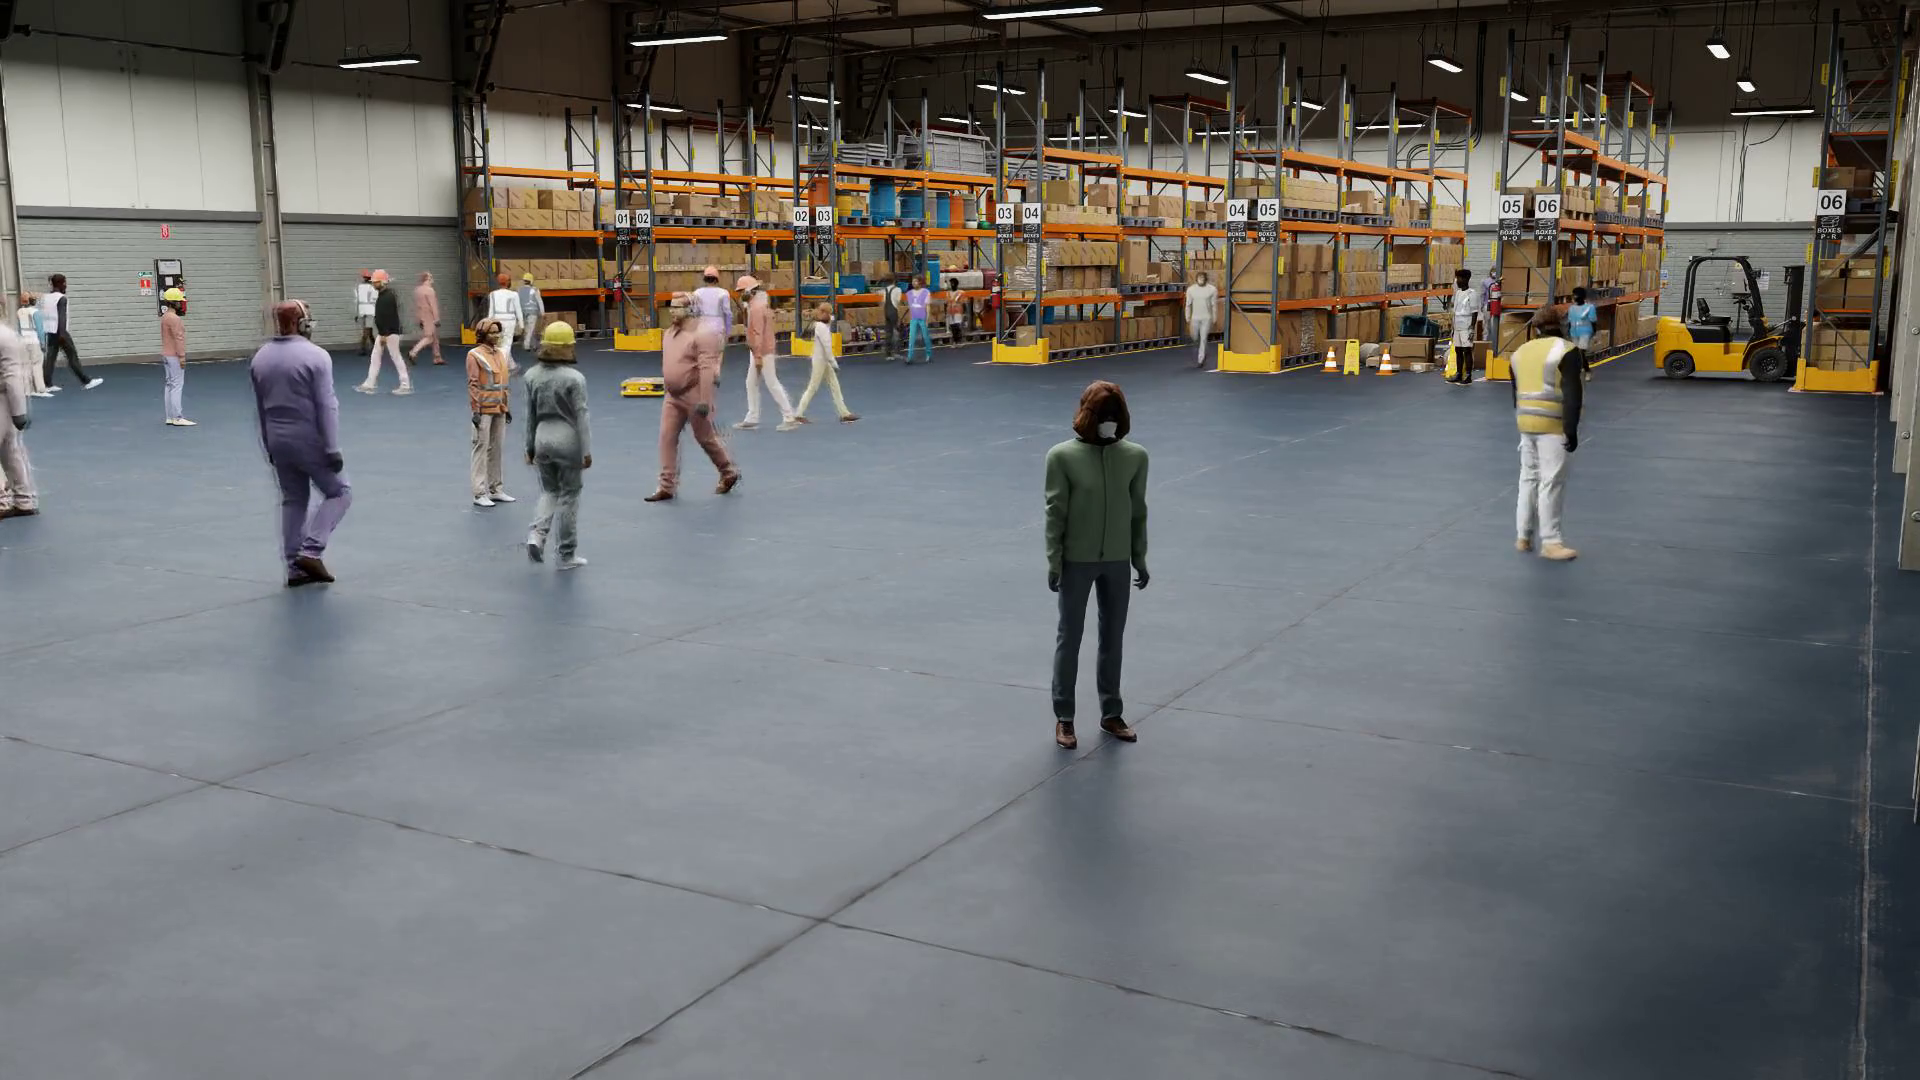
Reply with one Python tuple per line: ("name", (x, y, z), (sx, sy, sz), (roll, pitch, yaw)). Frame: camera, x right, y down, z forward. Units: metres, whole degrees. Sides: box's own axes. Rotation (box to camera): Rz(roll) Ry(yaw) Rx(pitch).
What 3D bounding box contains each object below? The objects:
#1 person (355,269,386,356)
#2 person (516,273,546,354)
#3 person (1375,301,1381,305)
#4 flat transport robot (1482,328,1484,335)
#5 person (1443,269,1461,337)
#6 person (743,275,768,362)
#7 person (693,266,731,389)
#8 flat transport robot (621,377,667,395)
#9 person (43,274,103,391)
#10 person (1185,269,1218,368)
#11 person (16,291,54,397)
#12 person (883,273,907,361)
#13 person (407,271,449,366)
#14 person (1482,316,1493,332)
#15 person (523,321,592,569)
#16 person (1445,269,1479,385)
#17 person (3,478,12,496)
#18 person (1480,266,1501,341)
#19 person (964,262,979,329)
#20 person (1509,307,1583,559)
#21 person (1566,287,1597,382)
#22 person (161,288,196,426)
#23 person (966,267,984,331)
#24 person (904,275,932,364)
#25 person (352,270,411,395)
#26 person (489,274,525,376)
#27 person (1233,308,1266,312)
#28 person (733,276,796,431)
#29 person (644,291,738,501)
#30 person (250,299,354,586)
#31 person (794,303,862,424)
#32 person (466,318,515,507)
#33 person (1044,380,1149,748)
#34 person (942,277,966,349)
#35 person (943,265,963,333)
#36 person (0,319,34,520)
("person", (-12.948, -4.978, 36.456), (0.573, 1.879, 1.023), (3, 10, 19))
("person", (-9.640, -5.095, 37.428), (0.596, 1.781, 0.938), (4, 10, 21))
("person", (11.893, -6.709, 46.687), (0.862, 1.851, 0.620), (-2, 10, -13))
("flat transport robot", (14.080, -5.814, 46.051), (0.652, 0.197, 1.431), (1, 10, 7))
("person", (13.152, -6.319, 44.378), (0.510, 1.860, 0.333), (2, 10, 11))
("person", (-3.867, -4.116, 31.546), (0.513, 1.835, 0.942), (-1, 10, -8))
("person", (-4.044, -3.445, 27.078), (0.610, 2.027, 0.693), (0, 10, -1))
("flat transport robot", (-4.947, -2.427, 26.224), (0.652, 0.197, 1.431), (-1, 10, -5))
("person", (-14.491, -3.352, 26.939), (0.604, 1.873, 0.960), (7, 12, 35))
("person", (4.737, -4.338, 32.596), (0.631, 1.920, 0.585), (3, 10, 17))
("person", (-14.310, -3.015, 25.662), (0.514, 1.642, 0.310), (5, 11, 25))
("person", (-1.330, -4.618, 34.487), (0.530, 1.826, 0.635), (9, 13, 41))
("person", (-10.604, -4.393, 33.036), (0.819, 1.879, 0.645), (-7, 12, -34))
("person", (15.209, -6.804, 47.305), (0.470, 1.826, 0.639), (5, 11, 28))
("person", (-2.782, -0.644, 11.521), (0.498, 1.726, 0.413), (4, 10, 20))
("person", (8.497, -3.593, 28.094), (0.361, 1.962, 0.613), (-3, 10, -15))
("person", (-8.542, -1.116, 14.063), (0.522, 1.824, 0.955), (7, 12, 36))
("person", (13.051, -5.732, 40.700), (0.631, 1.940, 0.372), (5, 11, 26))
("person", (0.334, -7.386, 50.133), (0.644, 2.016, 0.792), (4, 11, 24))
("person", (4.335, -0.782, 12.150), (0.433, 1.811, 0.773), (-4, 11, -23))
("person", (10.702, -3.521, 28.595), (0.825, 1.648, 0.553), (-6, 12, -33))
("person", (-10.075, -2.349, 21.396), (0.328, 1.767, 0.531), (-9, 13, -41))
("person", (0.420, -6.598, 45.877), (0.572, 1.903, 0.631), (7, 12, 34))
("person", (-0.817, -4.465, 33.700), (0.580, 1.805, 0.960), (4, 11, 23))
("person", (-9.091, -3.231, 26.009), (0.964, 1.949, 0.648), (-7, 12, -34))
("person", (-8.203, -3.903, 30.281), (0.601, 1.833, 0.966), (3, 10, 16))
("person", (6.203, -4.952, 35.835), (0.702, 2.000, 0.872), (4, 11, 24))
("person", (-2.429, -2.328, 20.825), (0.777, 1.943, 0.638), (-2, 10, -11))
("person", (-2.409, -1.301, 14.973), (0.655, 1.873, 0.939), (8, 12, 38))
("person", (-4.314, -0.632, 10.970), (0.675, 1.891, 0.427), (4, 11, 23))
("person", (-1.756, -2.280, 21.555), (0.857, 1.577, 0.483), (1, 10, 5))
("person", (-4.115, -1.120, 14.567), (0.312, 1.639, 0.520), (4, 10, 20))
("person", (0.611, 0.104, 7.422), (0.497, 1.632, 0.289), (-3, 10, -19))
("person", (-0.133, -5.290, 38.877), (0.543, 1.682, 0.497), (7, 12, 35))
("person", (-0.189, -6.718, 46.523), (0.589, 1.922, 0.389), (5, 11, 26))
("person", (-7.999, -1.079, 13.636), (0.667, 1.885, 0.706), (9, 13, 43))
